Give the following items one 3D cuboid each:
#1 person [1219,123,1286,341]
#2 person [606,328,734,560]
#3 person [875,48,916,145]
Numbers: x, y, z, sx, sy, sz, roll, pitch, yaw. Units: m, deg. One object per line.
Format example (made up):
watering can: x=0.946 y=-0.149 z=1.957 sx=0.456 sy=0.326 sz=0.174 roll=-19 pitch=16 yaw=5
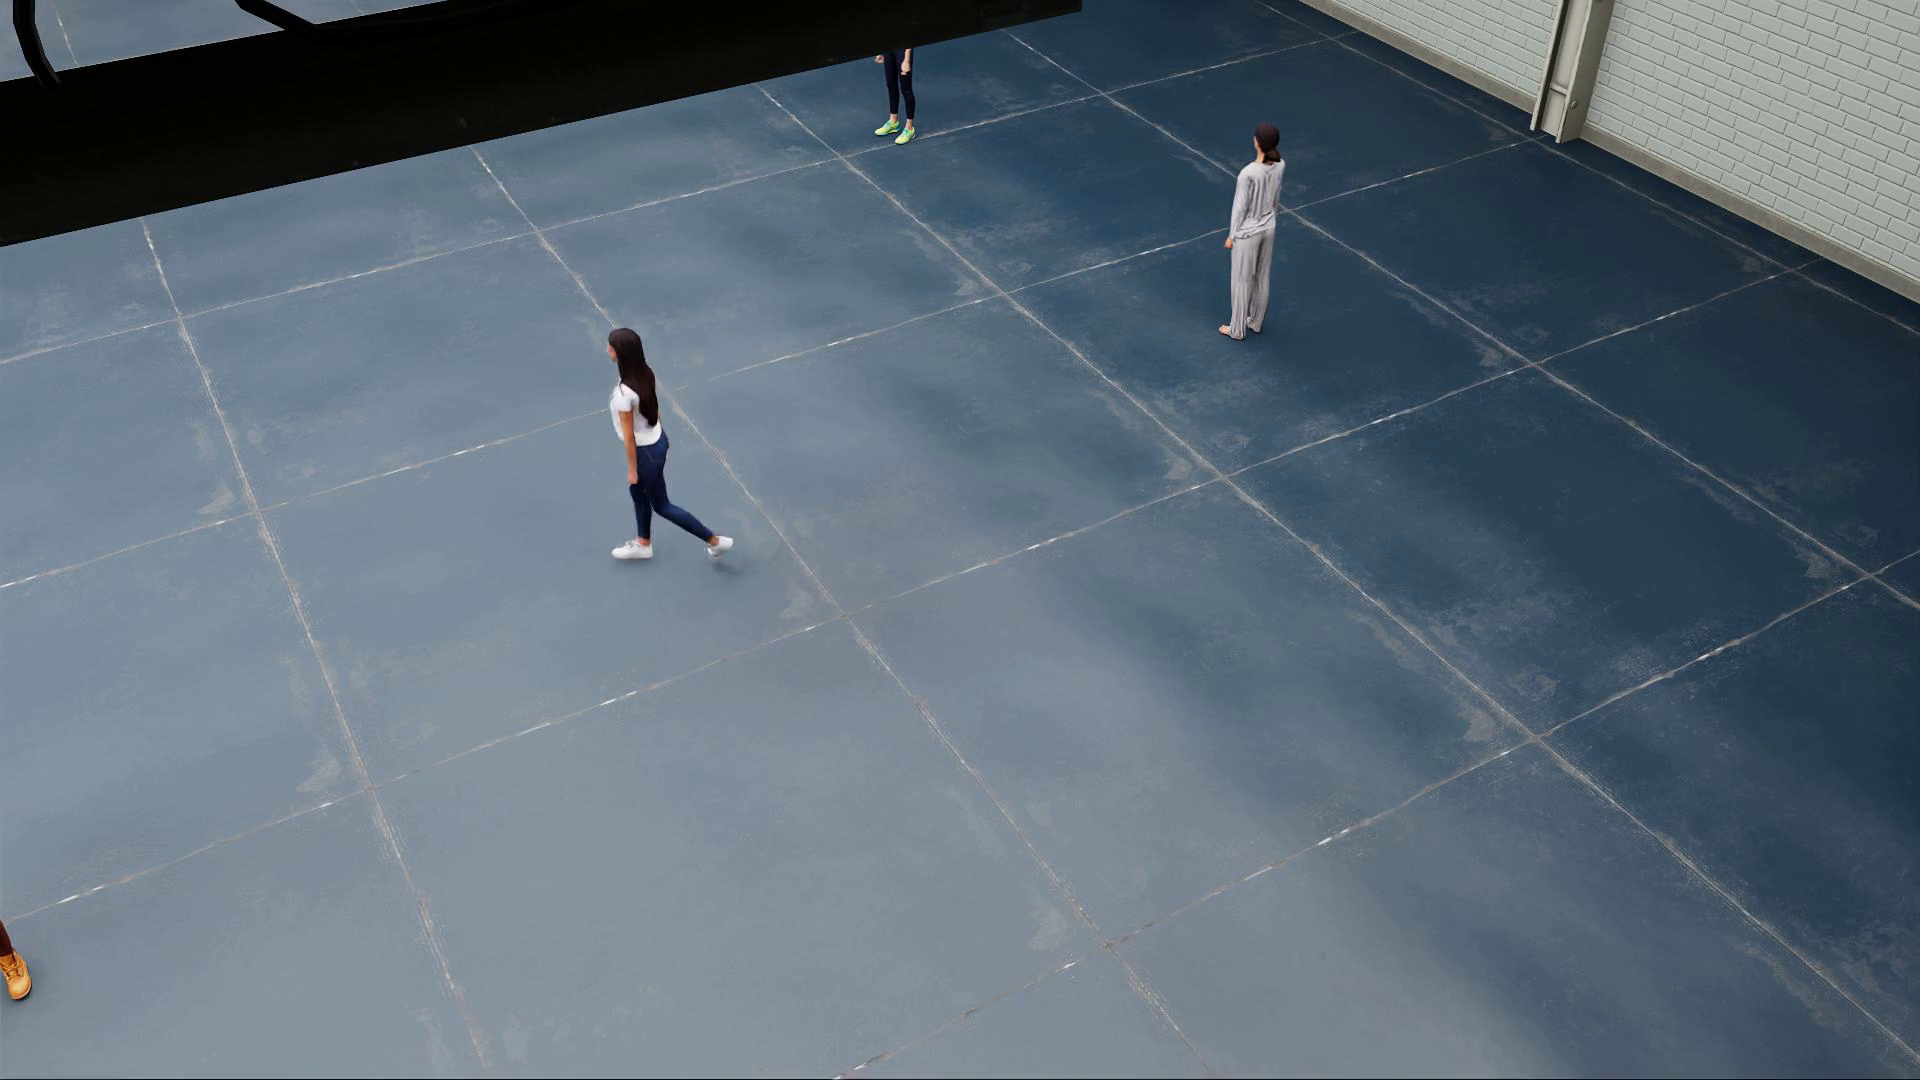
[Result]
person: x=2.268 y=-2.363 z=12.764 sx=0.589 sy=1.774 sz=0.540 roll=-22 pitch=43 yaw=-25
person: x=-1.872 y=-0.535 z=10.448 sx=0.996 sy=1.748 sz=1.066 roll=4 pitch=38 yaw=5
person: x=-0.586 y=-4.618 z=15.704 sx=0.555 sy=1.703 sz=0.708 roll=31 pitch=48 yaw=34
